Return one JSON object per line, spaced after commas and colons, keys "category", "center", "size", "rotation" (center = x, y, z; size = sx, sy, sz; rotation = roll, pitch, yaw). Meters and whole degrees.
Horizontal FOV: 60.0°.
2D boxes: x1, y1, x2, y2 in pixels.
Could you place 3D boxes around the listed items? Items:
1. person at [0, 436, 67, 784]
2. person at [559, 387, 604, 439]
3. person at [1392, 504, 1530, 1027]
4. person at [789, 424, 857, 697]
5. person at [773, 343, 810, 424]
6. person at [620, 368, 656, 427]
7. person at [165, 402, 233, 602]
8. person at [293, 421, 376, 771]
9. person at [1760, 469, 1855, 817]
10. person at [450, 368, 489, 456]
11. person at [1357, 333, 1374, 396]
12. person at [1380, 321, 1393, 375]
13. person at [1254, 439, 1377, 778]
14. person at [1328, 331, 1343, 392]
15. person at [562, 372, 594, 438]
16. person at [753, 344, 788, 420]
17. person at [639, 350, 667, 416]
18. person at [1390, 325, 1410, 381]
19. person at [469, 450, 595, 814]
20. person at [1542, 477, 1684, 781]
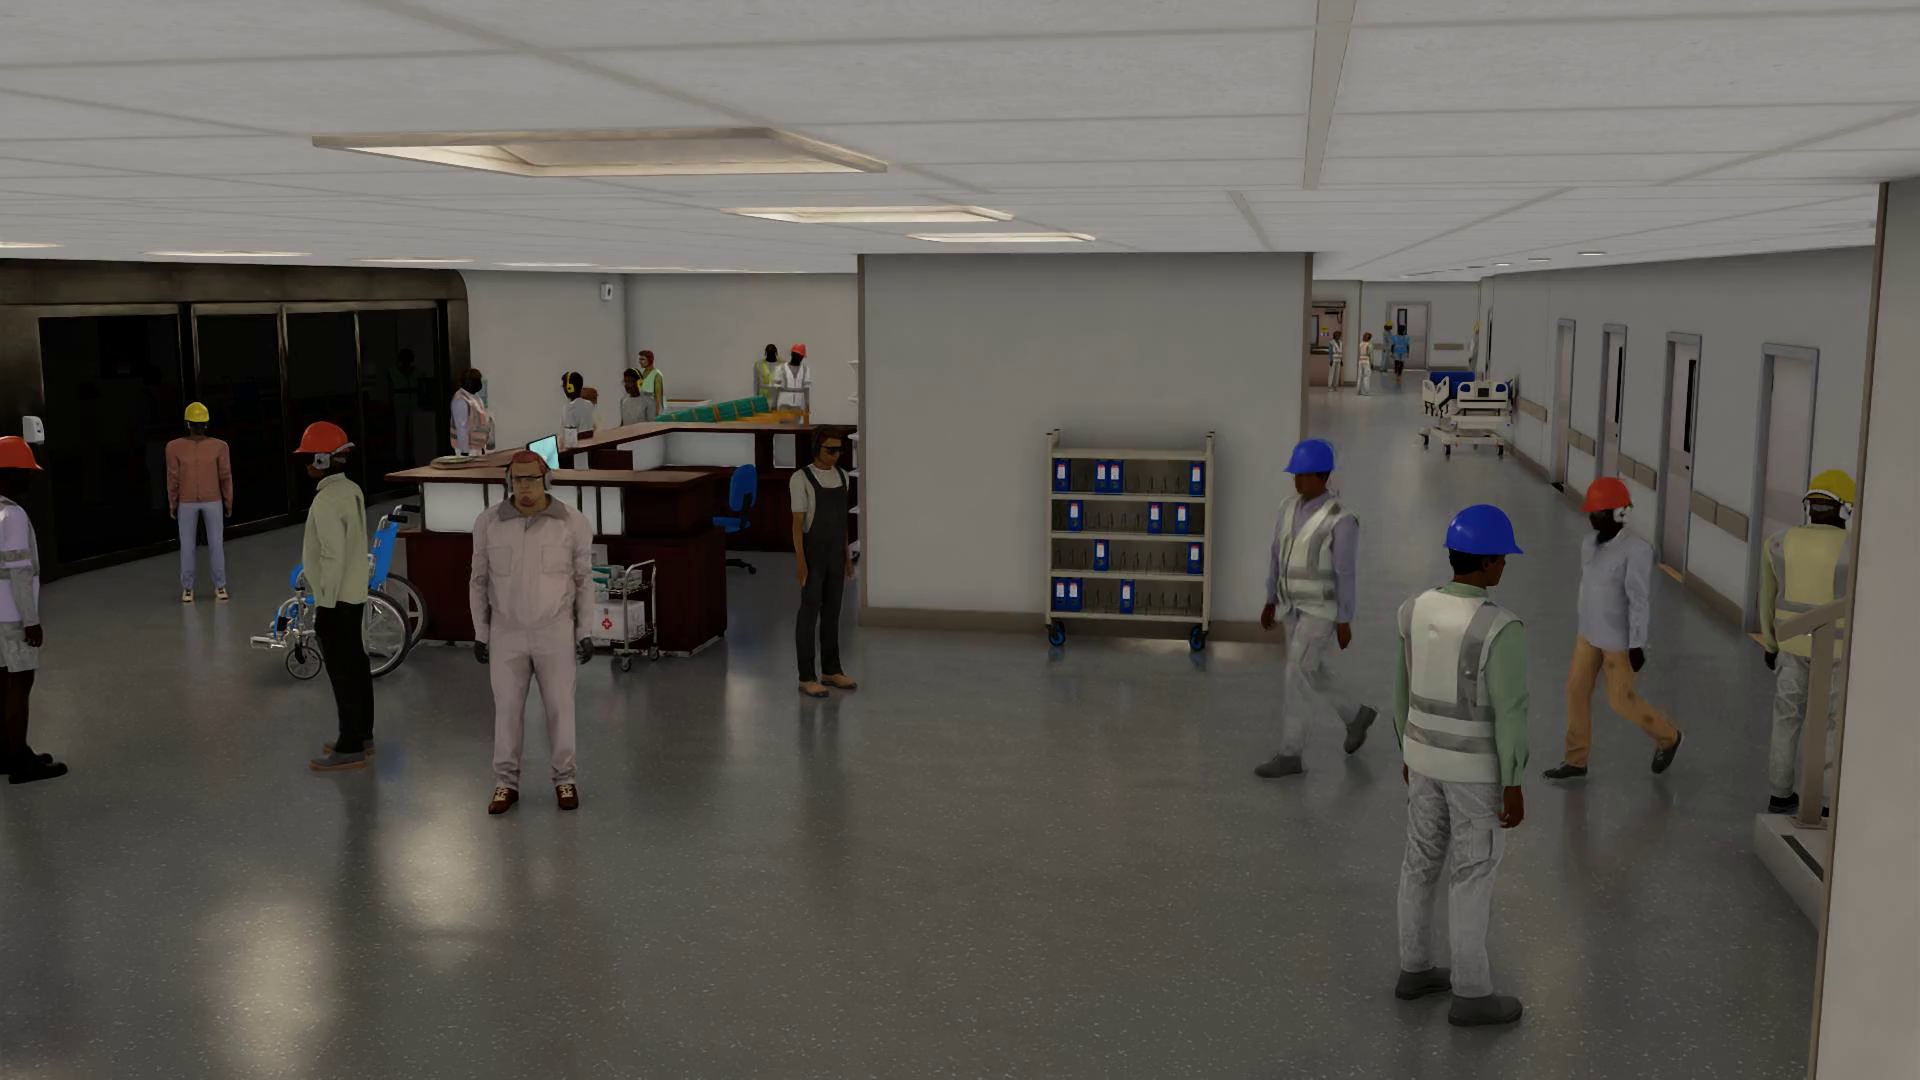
{"category": "person", "center": [-5.275, 0.386, 9.299], "size": [0.545, 1.929, 0.390], "rotation": [8, 11, 41]}
{"category": "person", "center": [-4.459, -0.996, 19.551], "size": [0.583, 1.597, 0.416], "rotation": [2, 9, 10]}
{"category": "person", "center": [1.892, 0.833, 6.259], "size": [0.404, 1.945, 0.615], "rotation": [-4, 10, -27]}
{"category": "person", "center": [-0.920, 0.129, 11.281], "size": [0.346, 1.842, 0.506], "rotation": [7, 11, 40]}
{"category": "person", "center": [-2.647, -2.147, 26.201], "size": [0.585, 1.896, 0.509], "rotation": [-4, 10, -26]}
{"category": "person", "center": [-3.631, -0.996, 18.675], "size": [0.534, 1.864, 0.310], "rotation": [5, 10, 29]}
{"category": "person", "center": [-6.683, -0.335, 14.644], "size": [0.531, 1.761, 0.334], "rotation": [-4, 10, -26]}
{"category": "person", "center": [-3.578, 0.316, 9.533], "size": [0.386, 1.992, 0.624], "rotation": [-1, 9, -6]}
{"category": "person", "center": [4.439, 0.546, 8.581], "size": [0.403, 1.823, 0.586], "rotation": [-7, 11, -39]}
{"category": "person", "center": [-5.720, -1.090, 19.438], "size": [0.432, 1.835, 0.626], "rotation": [0, 9, -2]}
{"category": "person", "center": [10.472, -4.536, 42.946], "size": [0.318, 1.630, 0.514], "rotation": [-5, 10, -31]}
{"category": "person", "center": [13.710, -6.161, 53.385], "size": [0.350, 1.734, 0.486], "rotation": [5, 10, 32]}
{"category": "person", "center": [2.070, 0.366, 9.499], "size": [0.887, 1.919, 0.613], "rotation": [-4, 9, -23]}
{"category": "person", "center": [10.065, -4.789, 44.588], "size": [0.516, 1.640, 0.311], "rotation": [-7, 11, -38]}
{"category": "person", "center": [-4.118, -0.874, 17.866], "size": [0.328, 1.865, 0.508], "rotation": [2, 9, 16]}
{"category": "person", "center": [-3.174, -2.390, 28.053], "size": [0.620, 1.835, 0.431], "rotation": [-1, 9, -6]}
{"category": "person", "center": [-4.631, -1.938, 25.041], "size": [0.388, 1.837, 0.560], "rotation": [-7, 11, -39]}
{"category": "person", "center": [13.195, -5.600, 49.799], "size": [0.559, 1.677, 0.530], "rotation": [0, 9, -1]}
{"category": "person", "center": [-2.241, 0.481, 8.729], "size": [0.639, 1.910, 0.406], "rotation": [-1, 9, -9]}
{"category": "person", "center": [3.662, 0.494, 9.235], "size": [0.757, 1.716, 0.572], "rotation": [-2, 9, -14]}
